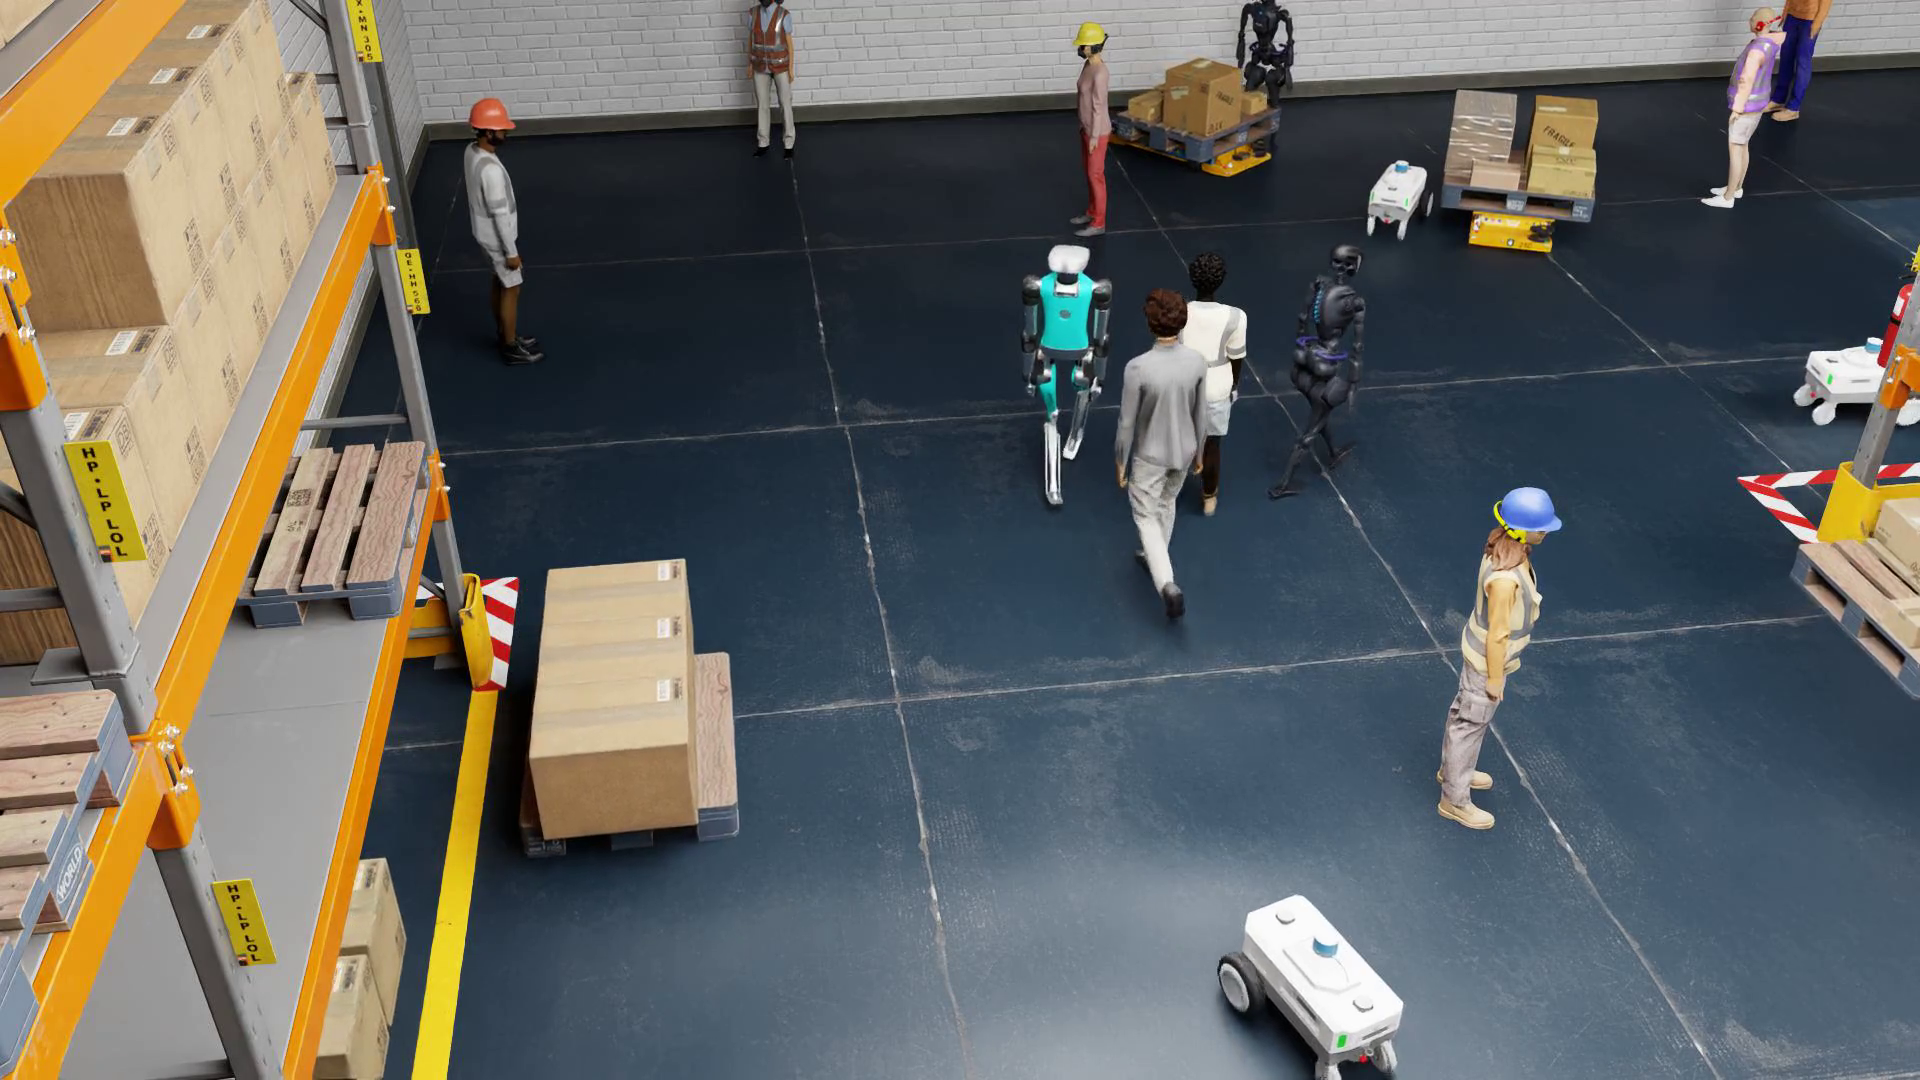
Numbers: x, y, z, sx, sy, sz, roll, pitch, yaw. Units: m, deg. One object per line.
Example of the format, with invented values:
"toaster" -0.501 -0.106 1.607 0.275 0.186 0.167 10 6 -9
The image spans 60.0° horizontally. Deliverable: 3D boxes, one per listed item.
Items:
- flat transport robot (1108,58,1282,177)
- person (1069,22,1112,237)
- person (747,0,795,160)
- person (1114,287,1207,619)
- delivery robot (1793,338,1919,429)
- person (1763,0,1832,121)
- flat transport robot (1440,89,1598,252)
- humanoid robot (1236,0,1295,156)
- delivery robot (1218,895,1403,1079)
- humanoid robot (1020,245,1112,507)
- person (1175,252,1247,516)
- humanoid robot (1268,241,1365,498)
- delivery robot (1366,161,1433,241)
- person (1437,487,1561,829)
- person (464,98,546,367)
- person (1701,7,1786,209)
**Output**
"flat transport robot" 2.136 -3.725 15.561 1.431 0.231 0.659 28 42 36
"person" 1.064 -3.364 13.646 0.336 1.756 0.516 -5 33 -7
"person" -1.720 -4.310 15.156 0.446 1.687 0.312 8 34 12
"person" 1.123 -0.450 9.086 0.537 1.867 0.769 -9 34 -14
"delivery robot" 6.135 -1.073 11.249 0.788 0.610 0.499 -2 33 -2
"person" 8.149 -5.072 16.075 0.404 1.973 0.513 -10 35 -15
"flat transport robot" 4.715 -2.835 14.197 0.659 0.231 1.431 9 34 14
"humanoid robot" 2.796 -4.328 15.202 0.611 1.640 0.454 23 40 31
"delivery robot" 1.458 1.815 6.802 0.499 0.586 0.773 -15 36 -22
"humanoid robot" 0.658 -1.128 10.267 0.533 1.744 1.044 4 33 6
"person" 1.417 -0.908 9.940 0.533 1.693 0.320 4 33 6
"humanoid robot" 2.270 -1.053 10.203 0.771 1.626 0.613 -16 36 -23
"delivery robot" 3.689 -2.901 14.030 0.499 0.587 0.777 15 36 21
"person" 2.464 0.526 7.665 0.310 1.778 0.471 9 34 14
"person" -3.191 -2.134 11.612 0.387 1.925 0.547 -16 37 -23
"person" 6.713 -3.694 14.218 0.357 1.684 0.486 21 39 29
